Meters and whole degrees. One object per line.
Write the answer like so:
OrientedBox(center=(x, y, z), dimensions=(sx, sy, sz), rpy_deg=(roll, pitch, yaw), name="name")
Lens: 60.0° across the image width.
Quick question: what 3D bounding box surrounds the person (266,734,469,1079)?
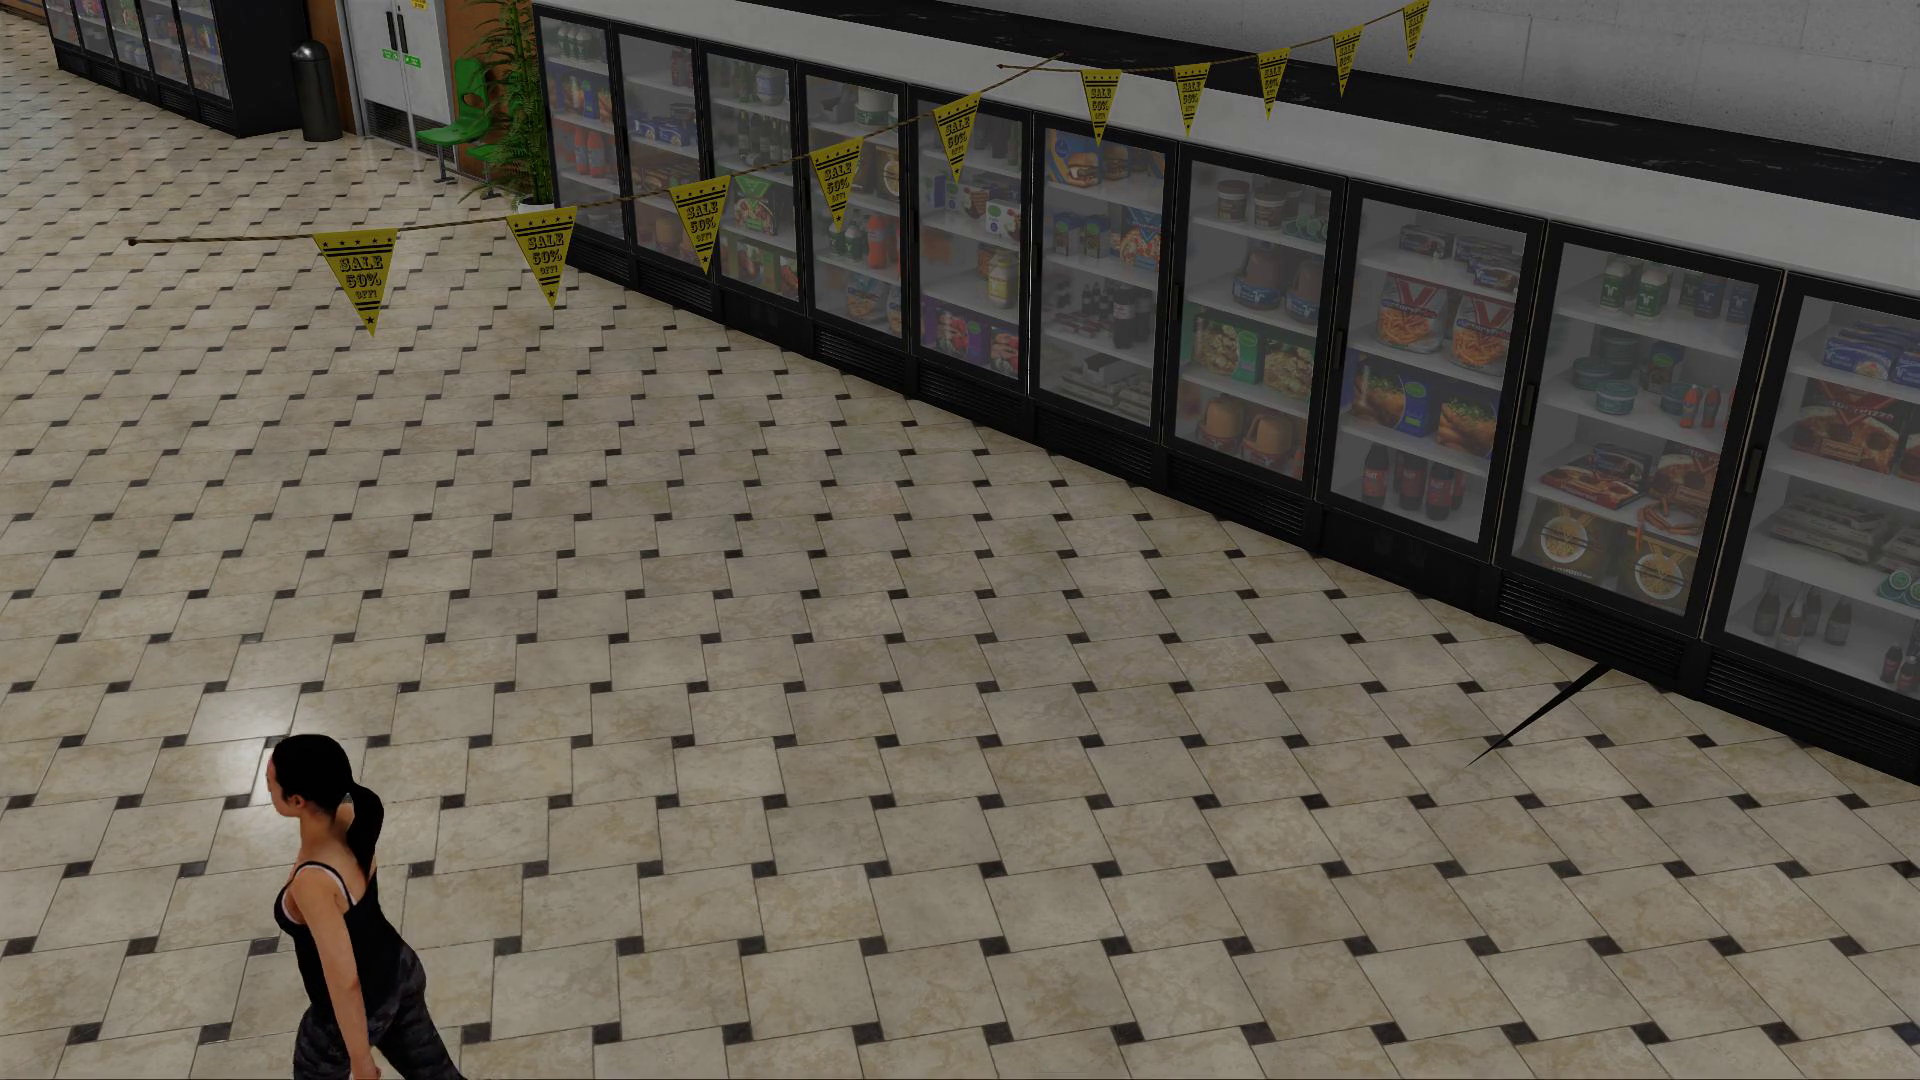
OrientedBox(center=(-1.524, 1.286, 4.547), dimensions=(1.163, 1.677, 1.131), rpy_deg=(1, 27, 2), name="person")
